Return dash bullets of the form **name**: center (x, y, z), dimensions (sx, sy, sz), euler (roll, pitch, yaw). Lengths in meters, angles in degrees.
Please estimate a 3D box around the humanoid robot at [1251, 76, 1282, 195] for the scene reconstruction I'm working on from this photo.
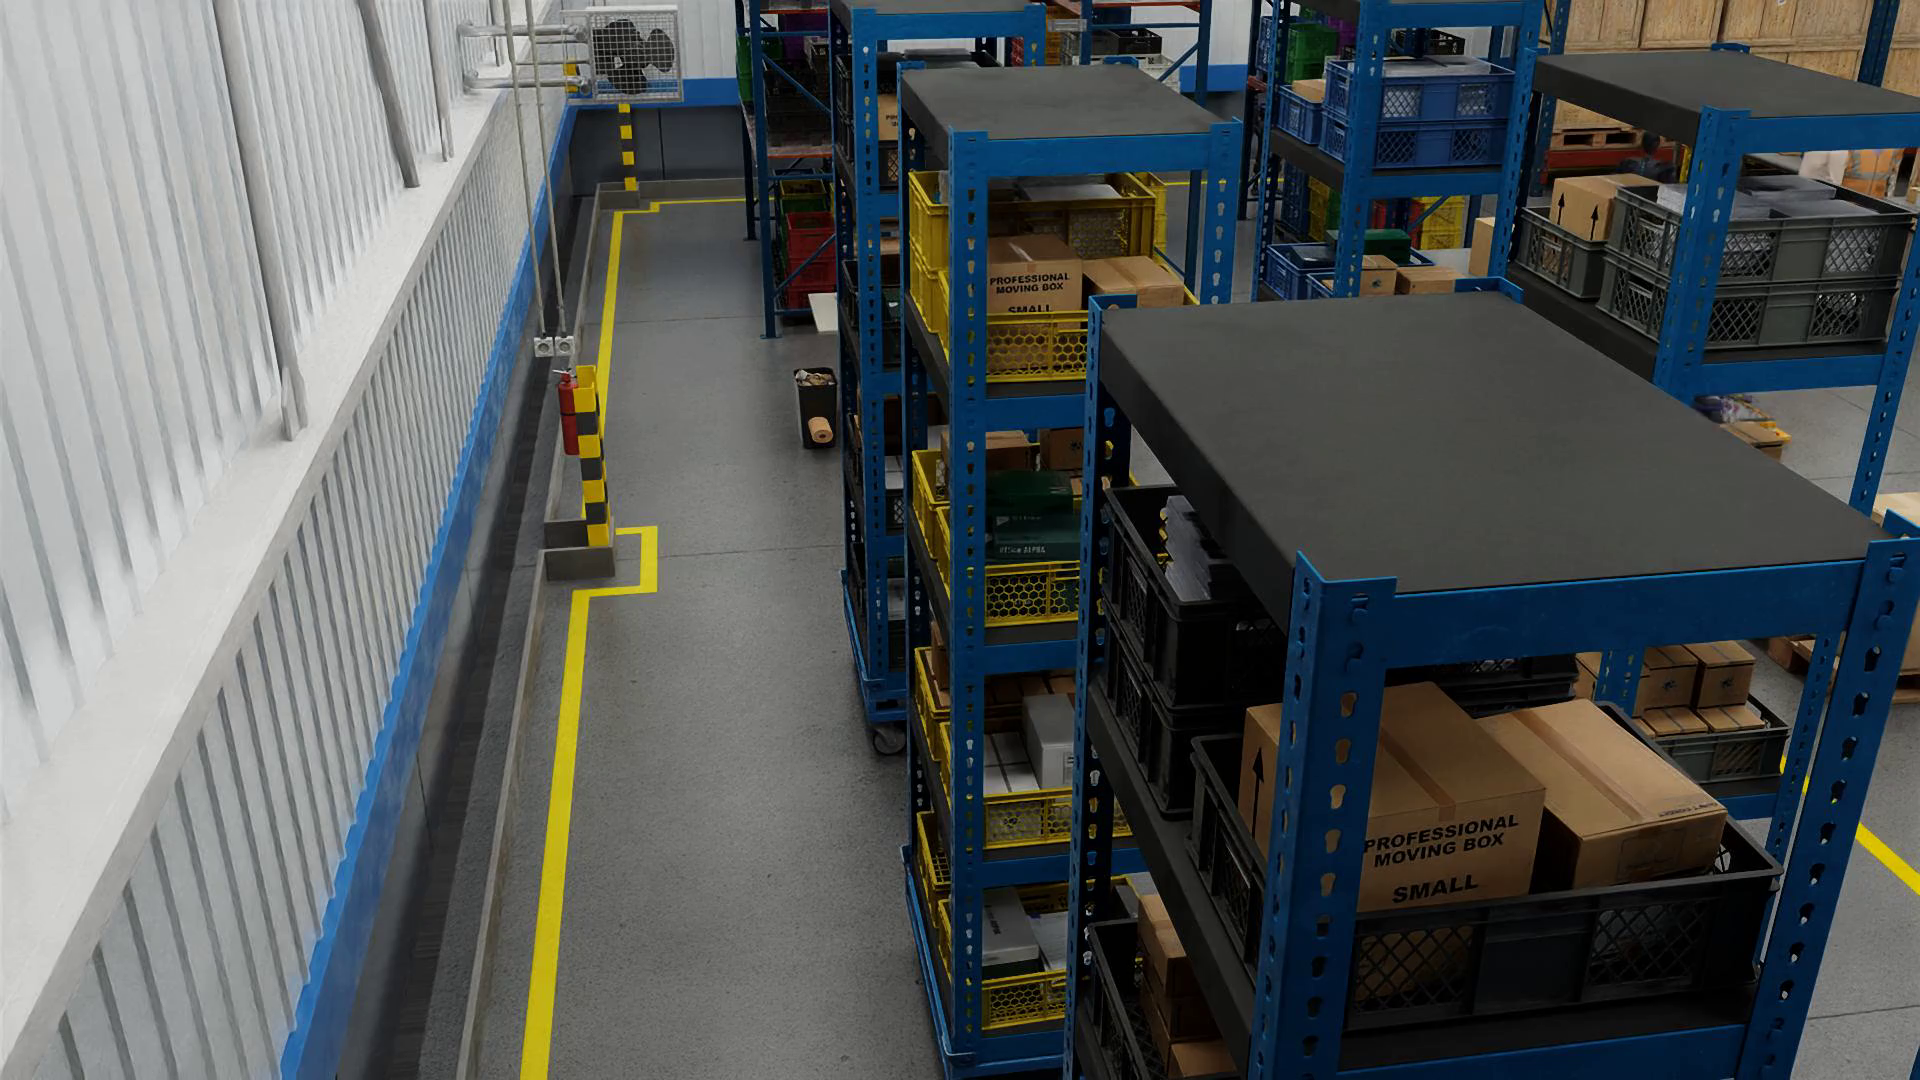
- **humanoid robot**: center (3.589, -4.780, 18.987), dimensions (0.599, 1.657, 0.331), euler (-4, 25, -8)

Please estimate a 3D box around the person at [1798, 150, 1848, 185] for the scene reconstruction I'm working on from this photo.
- **person**: center (7.459, -2.916, 14.578), dimensions (0.397, 1.991, 0.610), euler (2, 25, 5)

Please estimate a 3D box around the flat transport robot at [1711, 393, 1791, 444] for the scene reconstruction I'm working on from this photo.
- **flat transport robot**: center (5.224, -0.859, 12.132), dimensions (1.431, 0.197, 0.652), euler (-4, 25, -8)

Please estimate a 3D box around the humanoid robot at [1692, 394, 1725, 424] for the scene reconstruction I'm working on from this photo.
- **humanoid robot**: center (4.571, -0.712, 10.213), dimensions (0.713, 1.651, 0.603), euler (9, 26, 19)

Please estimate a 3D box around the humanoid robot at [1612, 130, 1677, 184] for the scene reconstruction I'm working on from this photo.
- **humanoid robot**: center (6.013, -2.831, 14.766), dimensions (0.645, 1.633, 0.465), euler (15, 28, 29)

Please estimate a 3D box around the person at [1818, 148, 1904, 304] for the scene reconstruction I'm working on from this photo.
- **person**: center (8.155, -3.089, 15.041), dimensions (0.583, 1.918, 0.372), euler (1, 25, 2)
